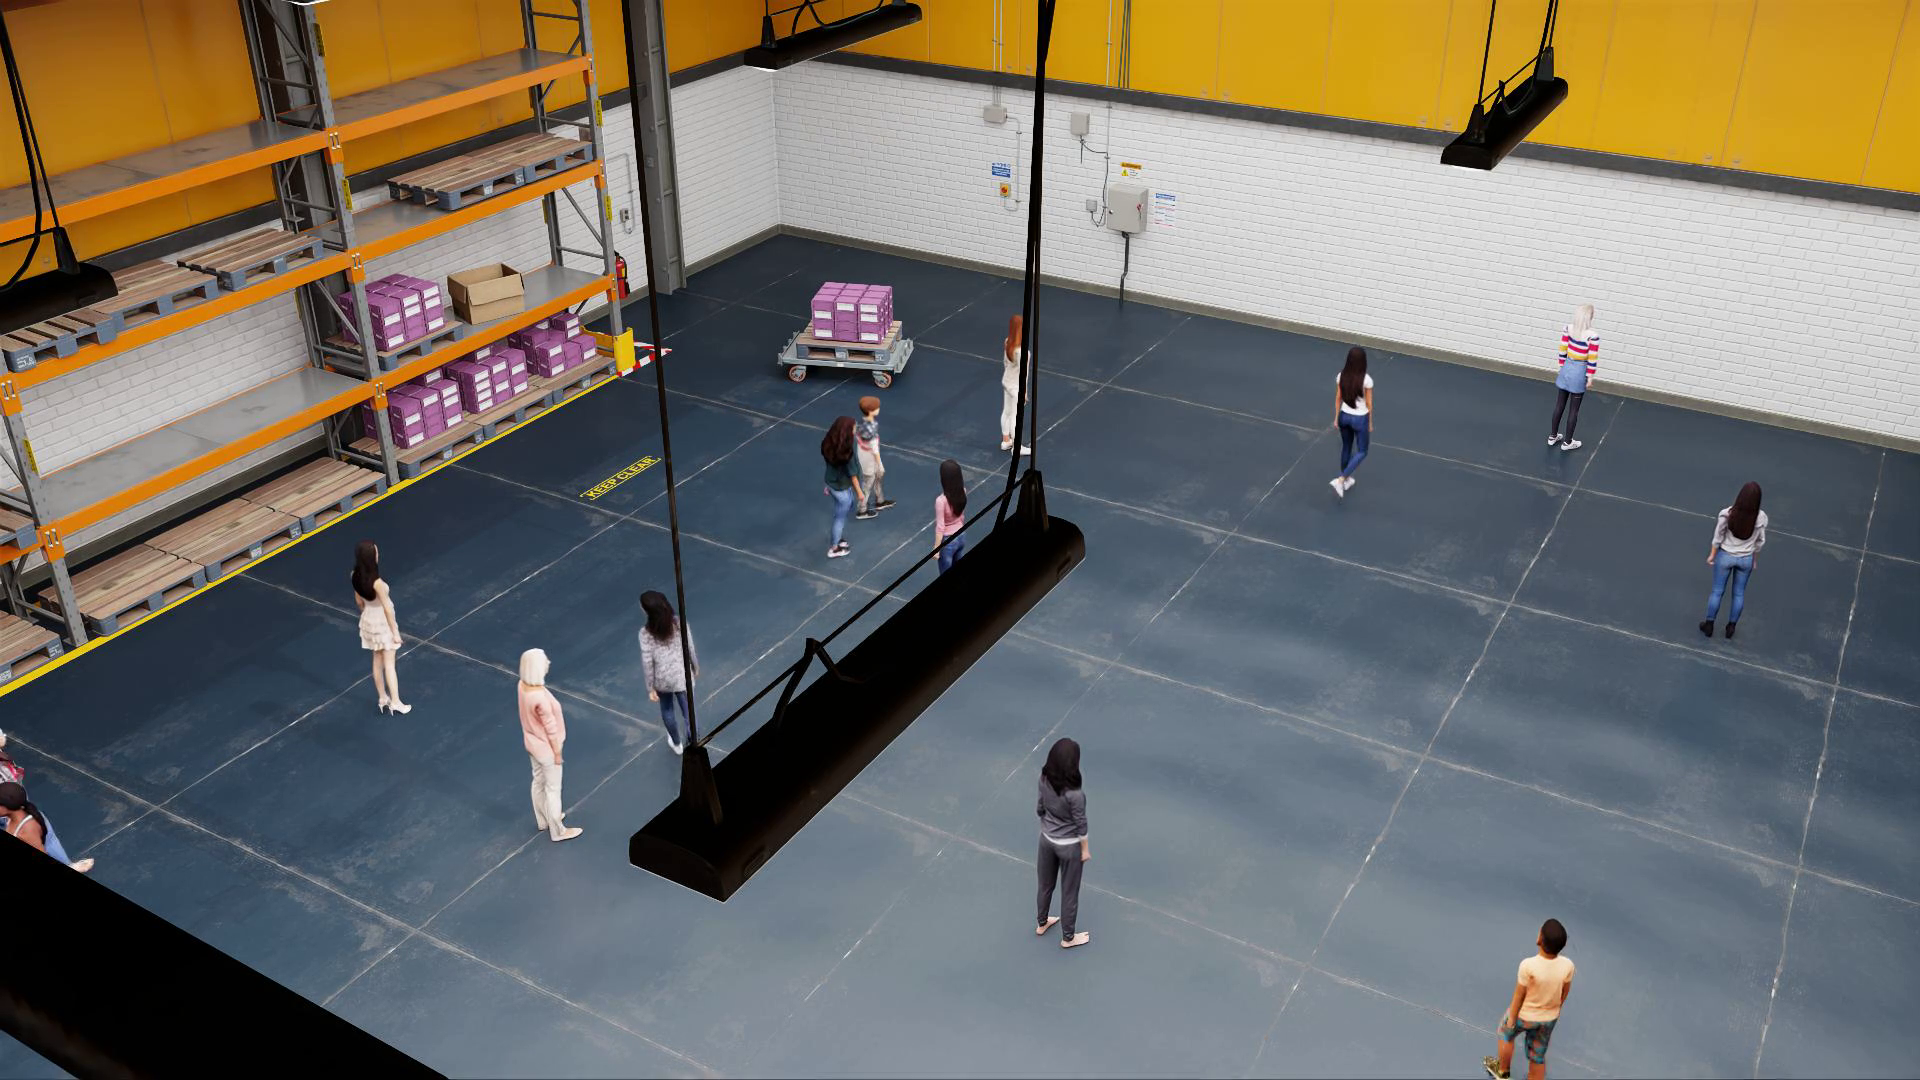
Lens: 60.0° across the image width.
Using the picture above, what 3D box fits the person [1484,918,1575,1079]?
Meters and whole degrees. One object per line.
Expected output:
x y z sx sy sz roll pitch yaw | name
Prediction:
3.739 3.106 10.745 0.714 1.448 0.792 -2 29 -3 | person

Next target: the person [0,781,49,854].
-6.445 2.411 11.702 0.601 1.753 0.622 -24 37 -36 | person

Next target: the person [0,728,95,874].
-7.181 2.095 12.464 0.598 1.577 1.048 17 33 28 | person

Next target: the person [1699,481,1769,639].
7.412 0.190 15.898 0.662 1.633 0.621 5 29 10 | person

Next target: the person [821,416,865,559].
-1.302 -0.515 17.226 0.745 1.600 0.706 -18 33 -29 | person

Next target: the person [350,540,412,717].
-5.145 0.783 14.702 0.578 1.739 0.527 17 33 28 | person

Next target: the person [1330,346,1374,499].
4.347 -1.281 18.462 0.757 1.762 0.971 24 37 37 | person

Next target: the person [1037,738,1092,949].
0.734 2.196 12.084 0.631 1.765 0.577 23 36 36 | person

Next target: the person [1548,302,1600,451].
7.253 -1.954 19.647 0.686 1.808 0.720 -18 33 -29 | person

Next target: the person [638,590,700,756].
-2.404 1.220 13.944 1.074 1.697 1.103 -8 30 -14 | person

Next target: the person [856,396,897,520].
-1.049 -0.890 18.097 0.829 1.423 0.753 -10 30 -18 | person

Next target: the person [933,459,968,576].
-0.095 0.014 16.107 0.665 1.742 0.483 20 35 33 | person

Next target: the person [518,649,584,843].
-3.312 1.611 13.198 0.636 1.725 0.663 -21 35 -34 | person

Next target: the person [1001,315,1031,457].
0.630 -1.815 19.504 0.732 1.700 0.690 -11 31 -20 | person
